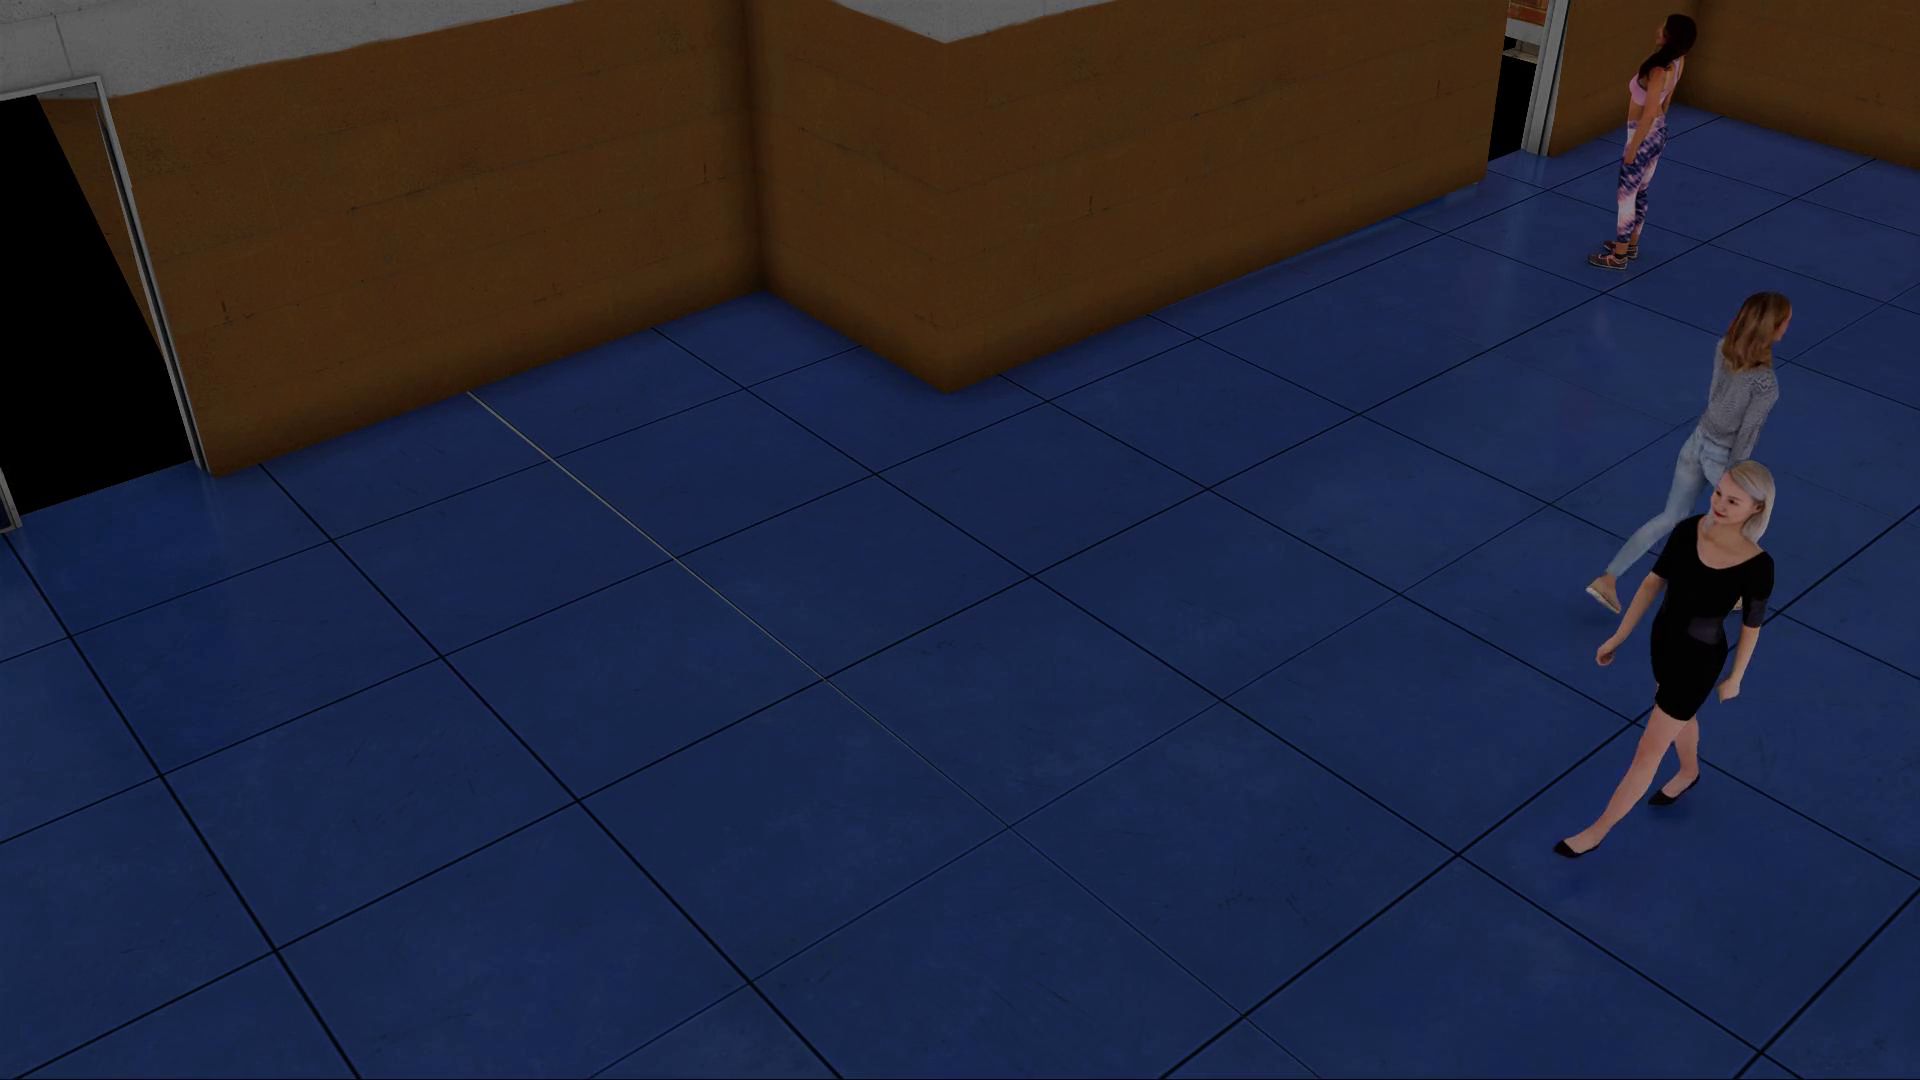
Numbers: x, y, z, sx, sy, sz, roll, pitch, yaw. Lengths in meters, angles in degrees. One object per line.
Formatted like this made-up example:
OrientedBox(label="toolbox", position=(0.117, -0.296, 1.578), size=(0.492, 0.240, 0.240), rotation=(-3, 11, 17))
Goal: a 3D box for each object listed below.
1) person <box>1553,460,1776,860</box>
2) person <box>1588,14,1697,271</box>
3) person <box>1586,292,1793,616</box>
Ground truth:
OrientedBox(label="person", position=(2.955, 0.458, 6.633), size=(0.837, 1.785, 1.146), rotation=(-16, 37, -22))
OrientedBox(label="person", position=(4.716, -2.741, 11.464), size=(0.602, 1.762, 0.622), rotation=(25, 41, 33))
OrientedBox(label="person", position=(3.490, -0.353, 7.870), size=(1.035, 1.765, 1.163), rotation=(-7, 34, -10))
